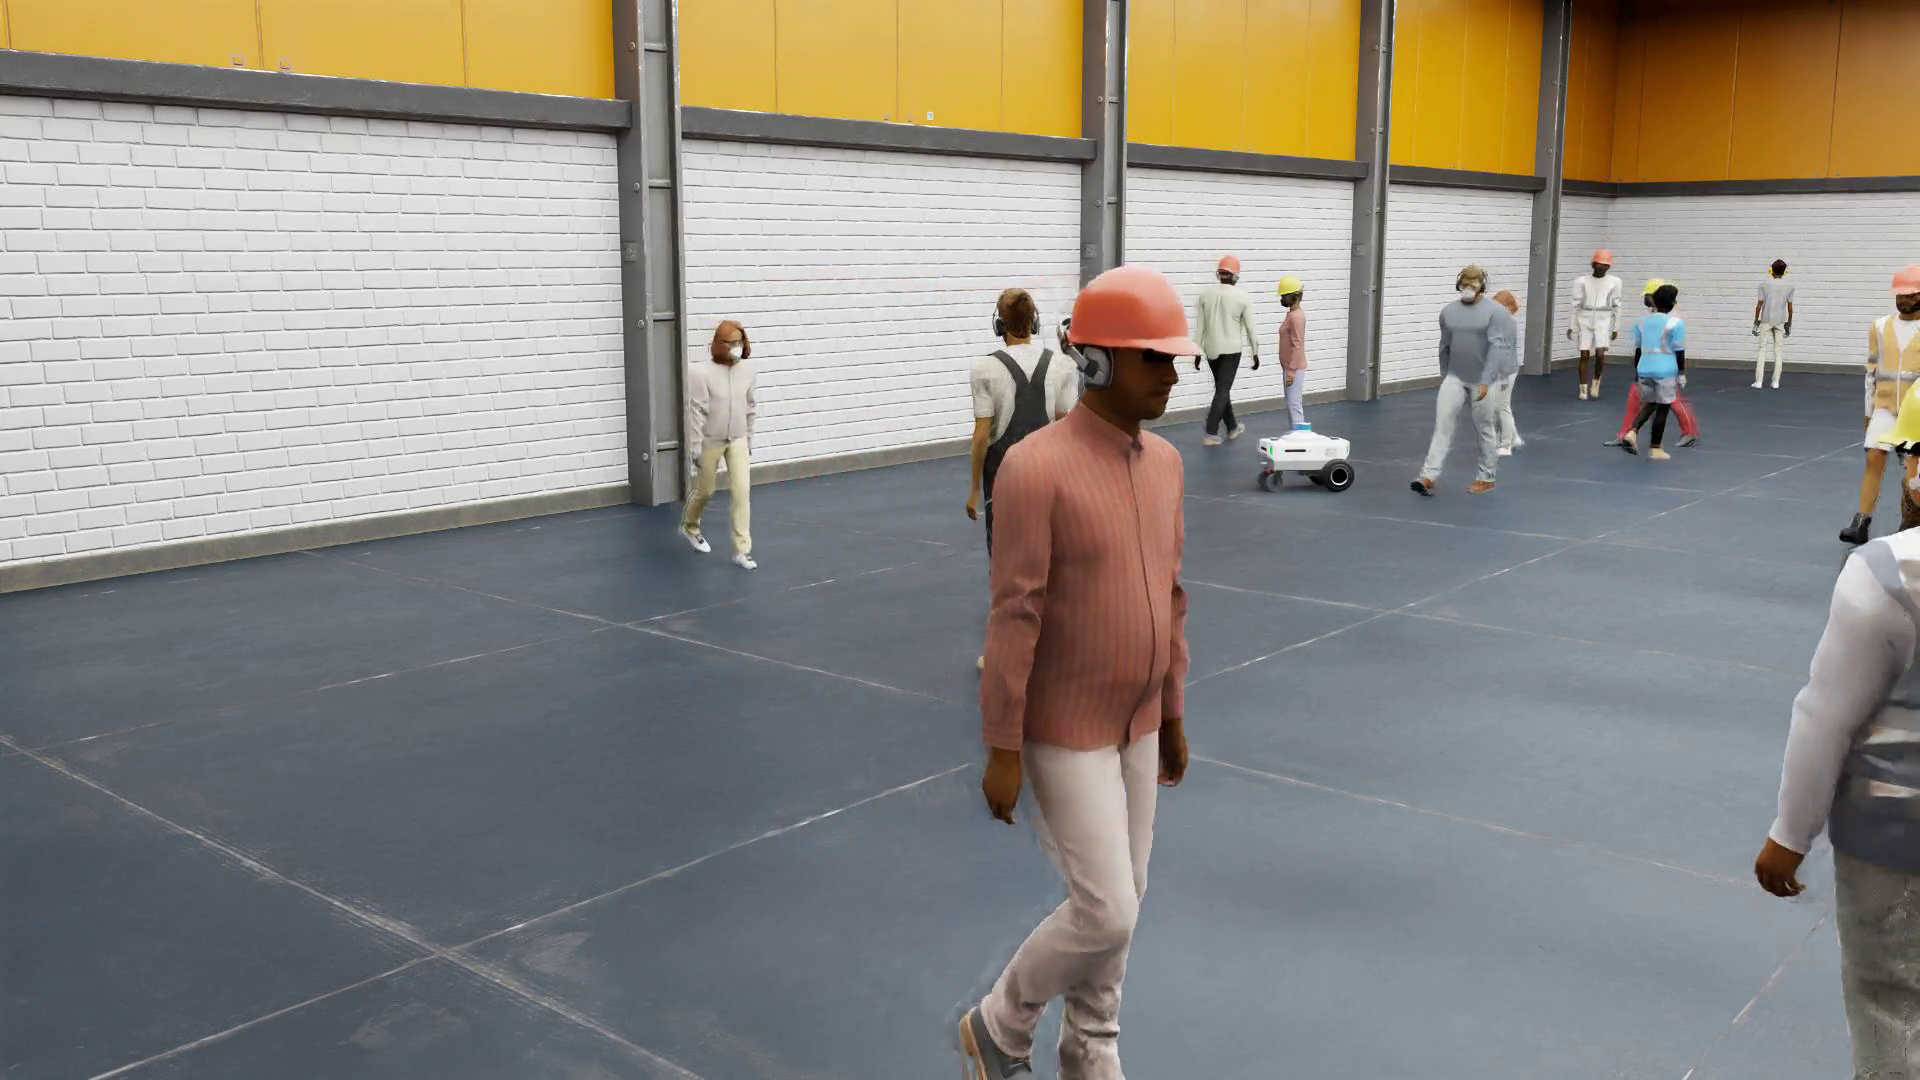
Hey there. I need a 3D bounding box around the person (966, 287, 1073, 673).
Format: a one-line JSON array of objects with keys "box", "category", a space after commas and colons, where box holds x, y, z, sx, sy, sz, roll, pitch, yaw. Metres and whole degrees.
[{"box": [0.277, -0.258, 7.827, 0.504, 1.840, 0.345, -3, 10, -18], "category": "person"}]

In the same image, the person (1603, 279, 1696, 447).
[{"box": [7.102, -1.794, 16.916, 0.931, 1.719, 0.535, -2, 10, -10], "category": "person"}]

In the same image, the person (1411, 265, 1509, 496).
[{"box": [4.072, -1.267, 13.470, 0.618, 1.879, 0.996, 9, 14, 42], "category": "person"}]

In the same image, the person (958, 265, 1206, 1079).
[{"box": [0.309, 0.398, 3.665, 0.468, 1.979, 0.631, 8, 13, 39], "category": "person"}]

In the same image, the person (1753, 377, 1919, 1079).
[{"box": [1.907, 0.552, 3.289, 0.595, 1.817, 0.437, -3, 11, -19], "category": "person"}]

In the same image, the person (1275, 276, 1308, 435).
[{"box": [3.115, -1.601, 15.699, 0.320, 1.763, 0.522, 1, 10, 6], "category": "person"}]

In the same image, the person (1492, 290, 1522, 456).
[{"box": [5.319, -1.615, 16.188, 0.410, 1.613, 0.549, 2, 10, 8], "category": "person"}]

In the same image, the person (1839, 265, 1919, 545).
[{"box": [6.317, -0.882, 11.195, 0.959, 1.889, 0.562, -9, 13, -42], "category": "person"}]

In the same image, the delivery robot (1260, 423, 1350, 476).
[{"box": [2.888, -0.742, 13.966, 0.707, 0.478, 0.477, -1, 10, -5], "category": "delivery robot"}]

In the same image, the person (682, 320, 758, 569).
[{"box": [-1.563, -0.640, 10.727, 0.506, 1.581, 0.820, -7, 12, -34], "category": "person"}]

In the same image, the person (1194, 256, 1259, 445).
[{"box": [2.786, -1.969, 17.291, 0.650, 1.936, 1.044, 7, 12, 35], "category": "person"}]

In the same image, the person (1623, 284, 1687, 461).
[{"box": [6.626, -1.581, 15.788, 0.397, 1.682, 0.540, -5, 11, -26], "category": "person"}]

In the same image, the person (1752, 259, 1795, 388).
[{"box": [11.765, -3.122, 24.086, 0.515, 1.866, 0.332, 2, 10, 14], "category": "person"}]

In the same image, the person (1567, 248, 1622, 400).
[{"box": [8.392, -2.844, 22.047, 0.649, 2.010, 0.572, 4, 11, 22], "category": "person"}]
